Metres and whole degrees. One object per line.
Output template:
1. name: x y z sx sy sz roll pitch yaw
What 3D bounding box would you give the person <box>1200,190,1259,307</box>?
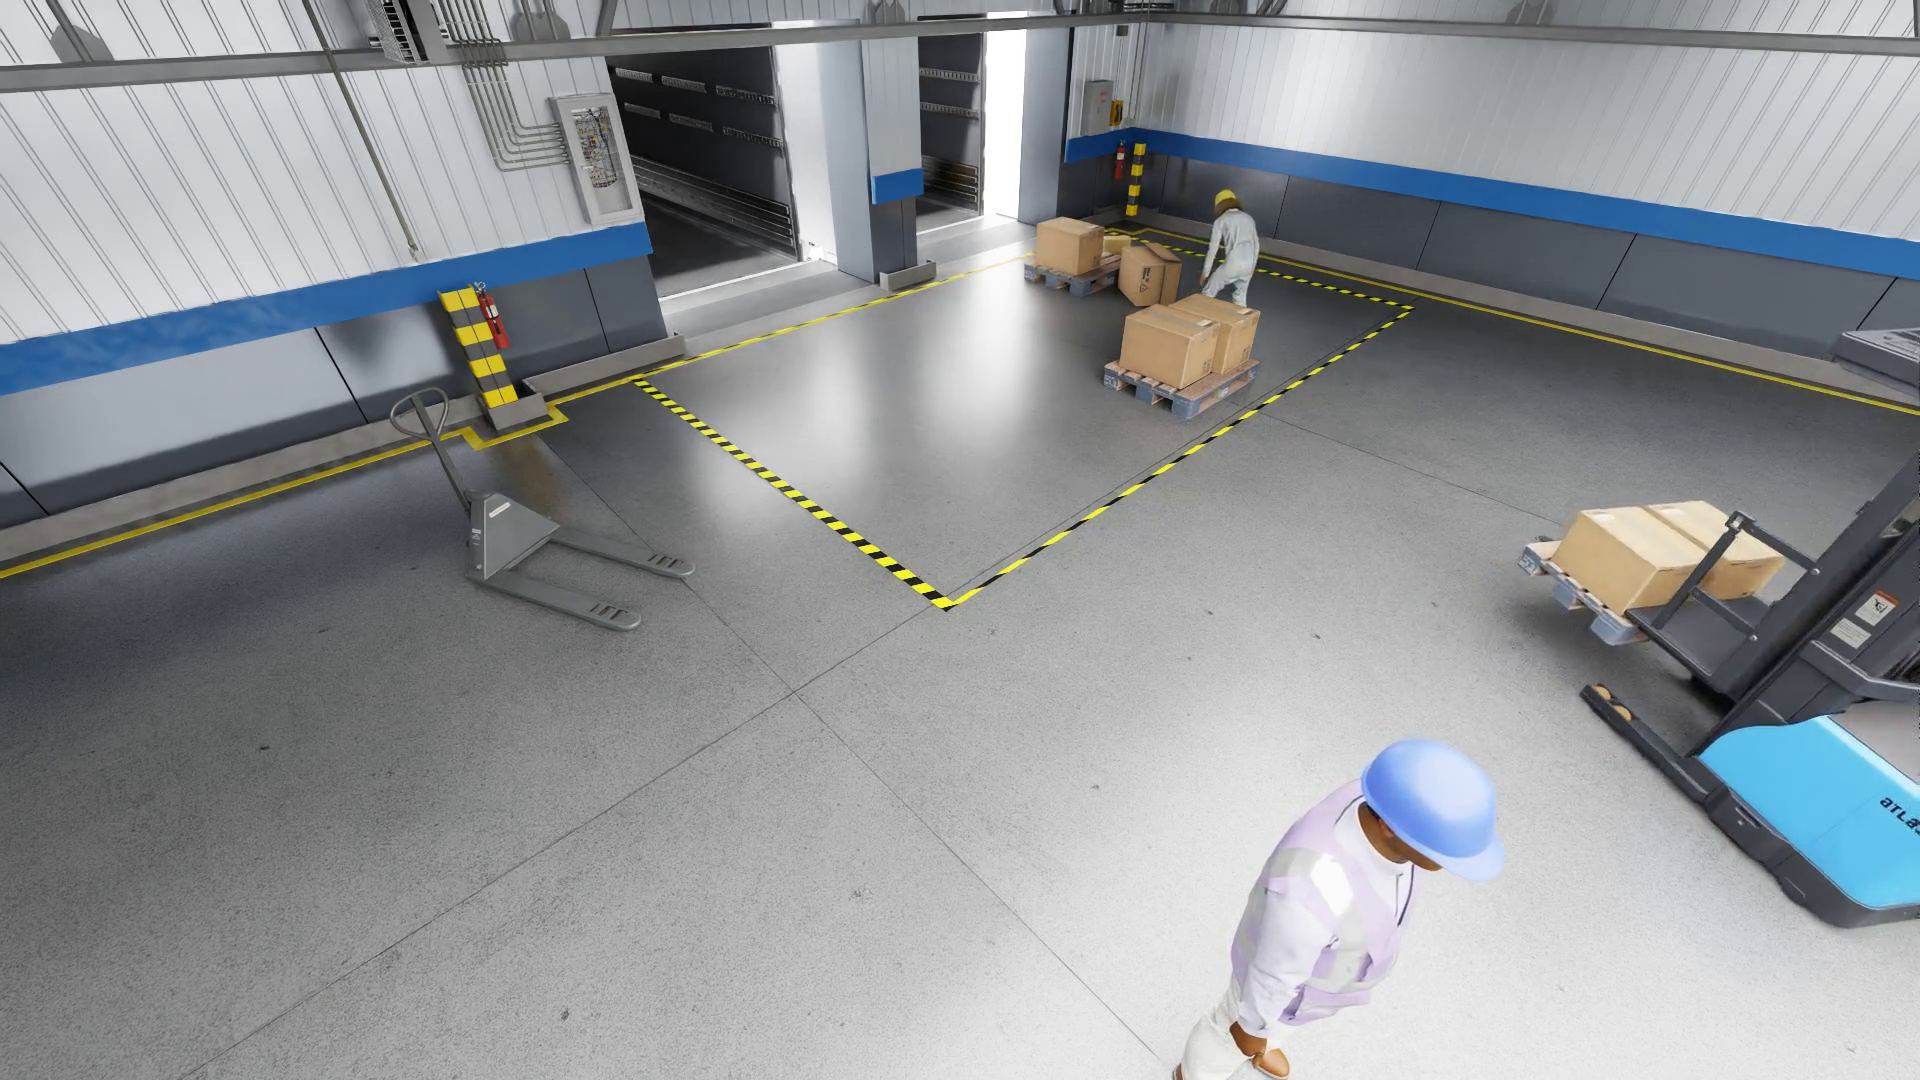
1. person: 2.806 -2.864 7.797 0.640 1.474 0.762 -12 39 -15

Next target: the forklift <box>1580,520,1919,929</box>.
1. forklift: 3.957 0.579 2.870 0.716 2.013 0.776 -4 38 -6

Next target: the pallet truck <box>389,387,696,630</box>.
1. pallet truck: -2.613 -0.247 4.593 1.601 1.201 0.680 14 40 17

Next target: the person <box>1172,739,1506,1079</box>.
1. person: 0.999 1.212 2.126 0.613 1.945 0.402 -28 46 -31
